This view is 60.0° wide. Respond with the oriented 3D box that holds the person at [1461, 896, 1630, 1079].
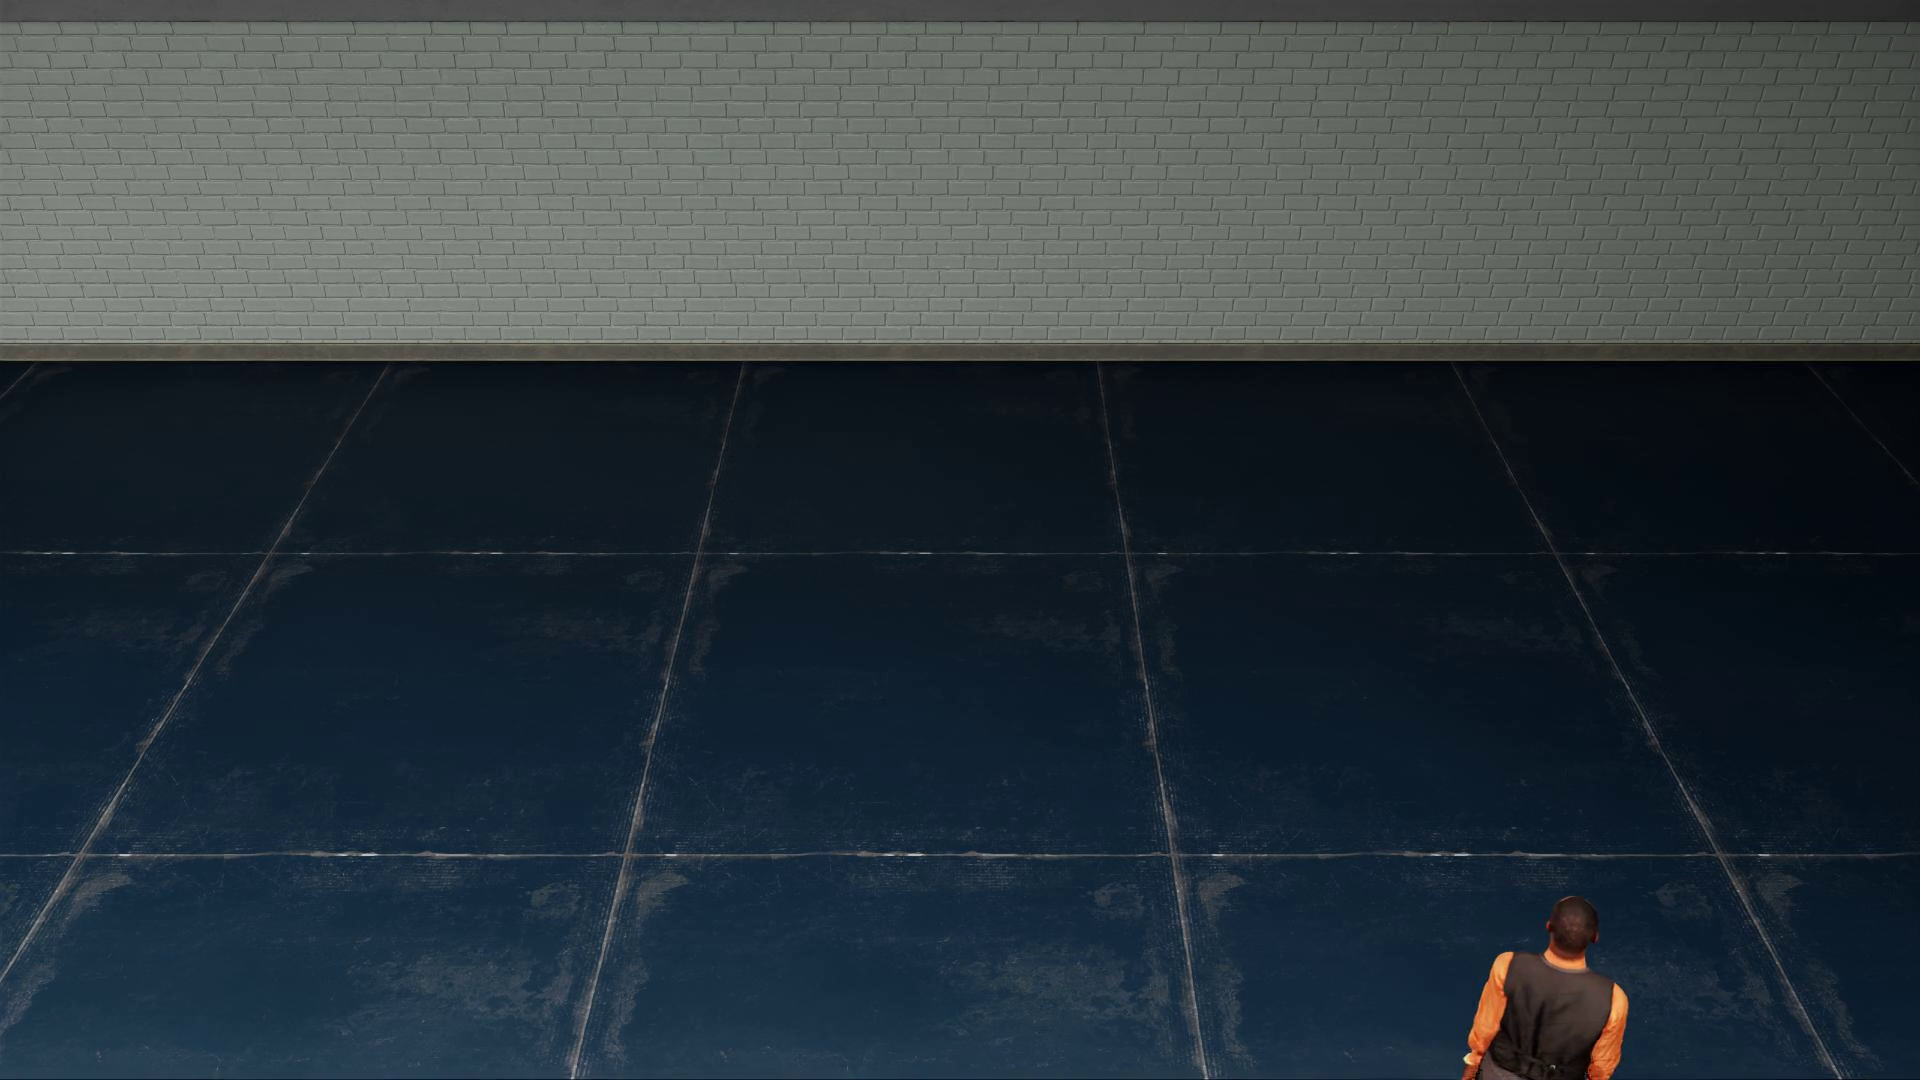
[{"bbox_3d":[2.287,2.191,6.661,0.846,1.903,0.867,18,37,25],"label":"person"}]
